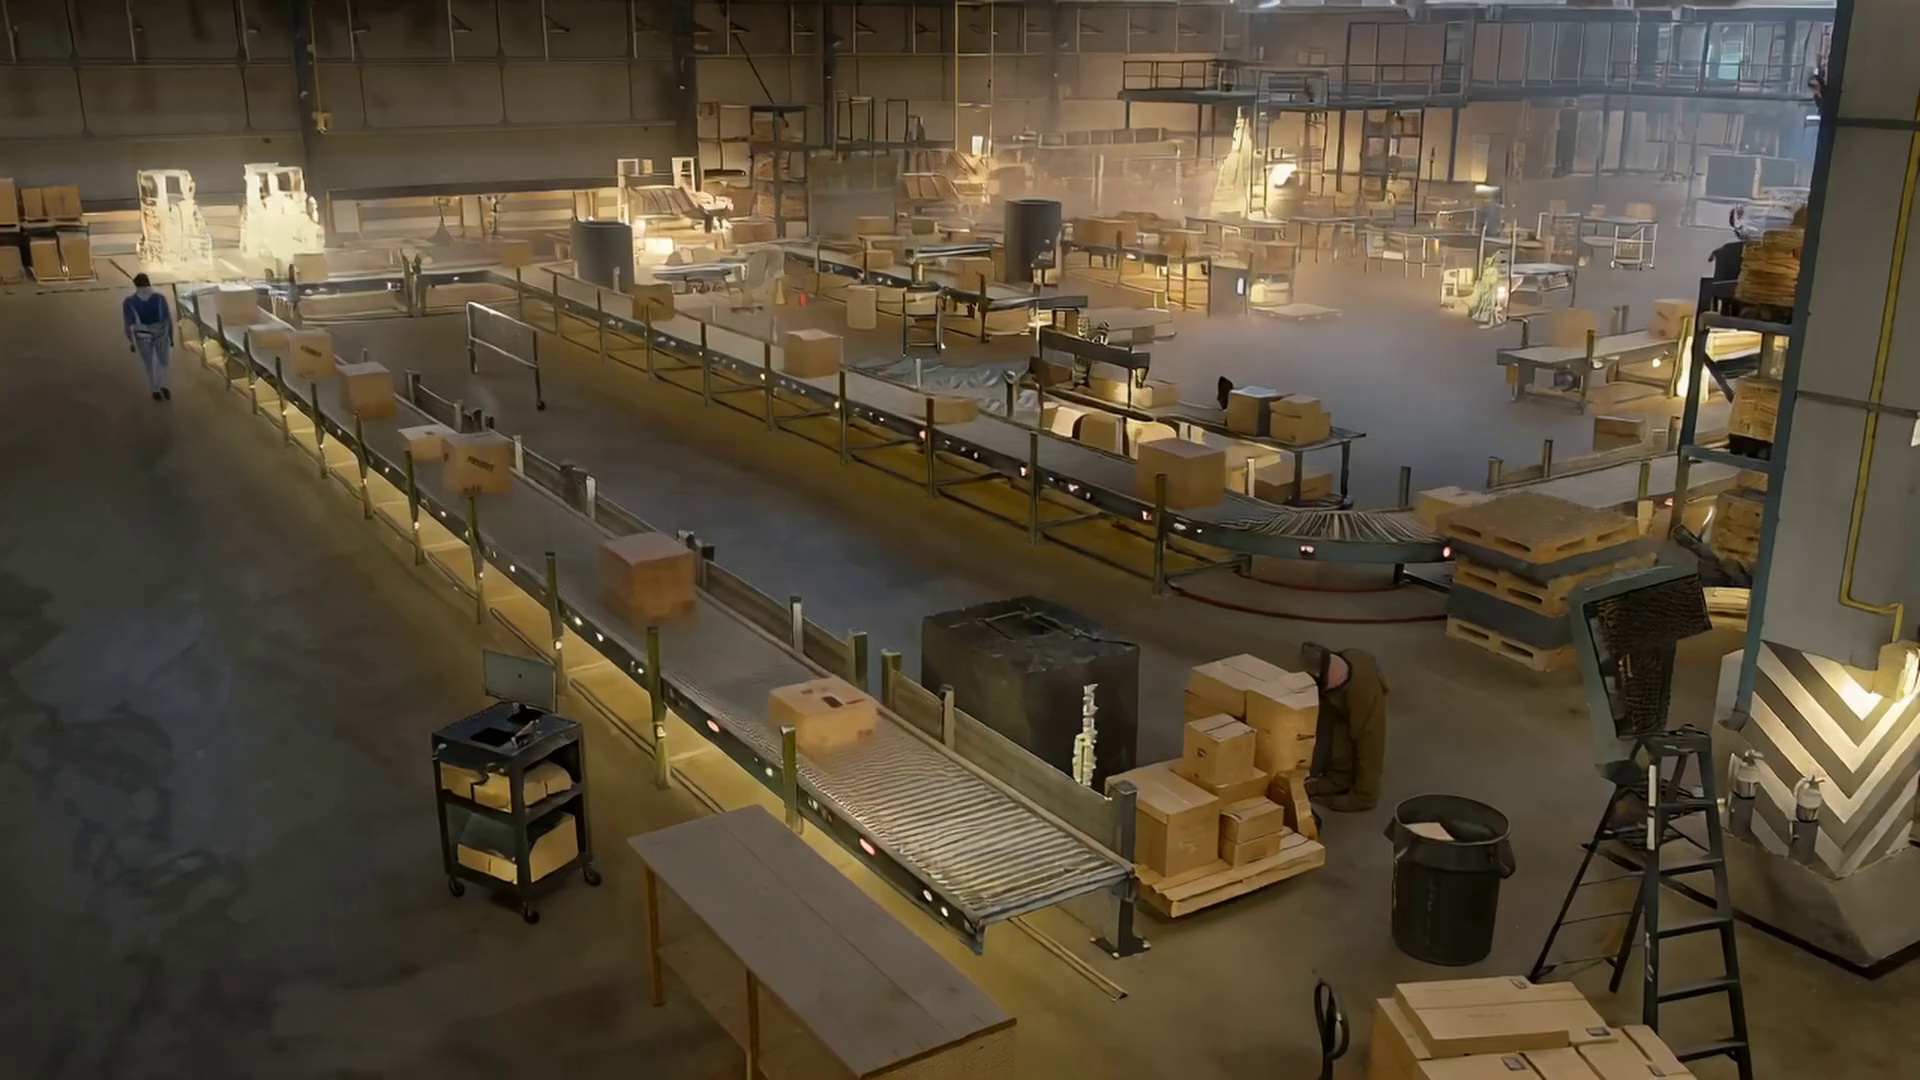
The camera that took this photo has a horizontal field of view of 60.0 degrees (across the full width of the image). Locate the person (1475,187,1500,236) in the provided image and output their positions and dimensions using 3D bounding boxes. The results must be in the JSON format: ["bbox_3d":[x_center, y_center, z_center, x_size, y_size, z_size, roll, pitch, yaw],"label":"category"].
[{"bbox_3d":[11.996,-7.149,37.915,0.524,1.763,0.324,14,21,38],"label":"person"}]

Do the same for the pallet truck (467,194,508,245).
[{"bbox_3d":[-11.983,-8.177,42.137,0.704,1.261,1.522,-11,20,-33],"label":"pallet truck"}]

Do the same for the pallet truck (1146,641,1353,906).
[{"bbox_3d":[1.664,1.407,10.232,1.630,1.274,0.653,-10,20,-31],"label":"pallet truck"}]

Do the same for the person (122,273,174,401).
[{"bbox_3d":[-11.483,-2.873,23.583,0.624,1.817,0.458,-11,20,-33],"label":"person"}]

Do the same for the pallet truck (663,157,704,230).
[{"bbox_3d":[-7.586,-9.308,44.692,0.823,1.965,1.885,-11,20,-33],"label":"pallet truck"}]

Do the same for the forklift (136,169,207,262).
[{"bbox_3d":[-17.842,-7.318,37.559,1.157,1.987,2.680,-10,20,-31],"label":"forklift"}]

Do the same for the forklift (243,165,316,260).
[{"bbox_3d":[-15.898,-7.669,38.708,1.157,1.987,2.680,-11,20,-33],"label":"forklift"}]

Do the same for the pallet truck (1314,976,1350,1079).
[{"bbox_3d":[2.299,2.390,7.086,1.601,1.201,0.680,-2,17,-7],"label":"pallet truck"}]

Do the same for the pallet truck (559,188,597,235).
[{"bbox_3d":[-10.010,-8.652,43.699,0.653,1.274,1.630,-10,20,-31],"label":"pallet truck"}]

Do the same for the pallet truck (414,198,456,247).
[{"bbox_3d":[-13.250,-8.060,41.856,0.680,1.201,1.601,-10,20,-31],"label":"pallet truck"}]

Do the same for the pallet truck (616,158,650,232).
[{"bbox_3d":[-8.918,-9.176,44.255,0.823,1.965,1.885,-9,19,-27],"label":"pallet truck"}]

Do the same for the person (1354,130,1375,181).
[{"bbox_3d":[14.884,-14.115,61.003,0.577,1.820,1.028,-12,20,-34],"label":"person"}]
